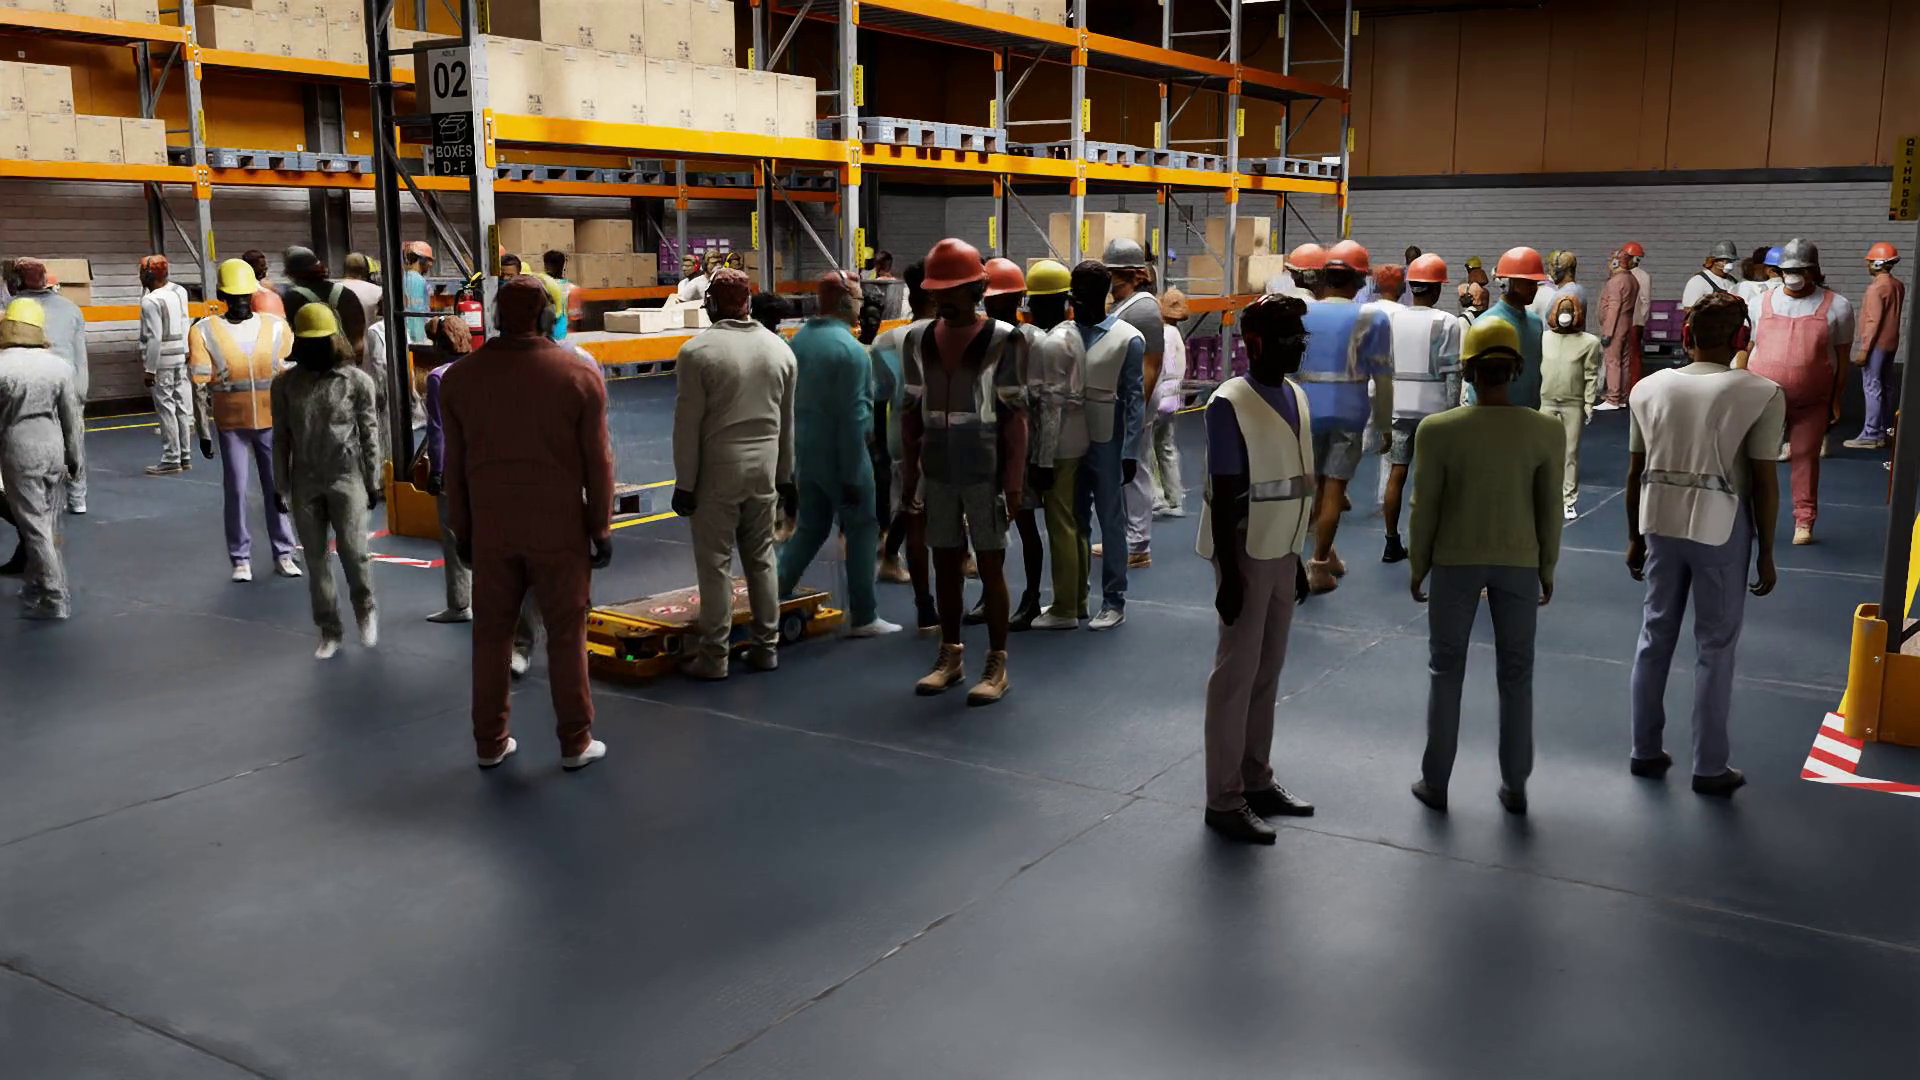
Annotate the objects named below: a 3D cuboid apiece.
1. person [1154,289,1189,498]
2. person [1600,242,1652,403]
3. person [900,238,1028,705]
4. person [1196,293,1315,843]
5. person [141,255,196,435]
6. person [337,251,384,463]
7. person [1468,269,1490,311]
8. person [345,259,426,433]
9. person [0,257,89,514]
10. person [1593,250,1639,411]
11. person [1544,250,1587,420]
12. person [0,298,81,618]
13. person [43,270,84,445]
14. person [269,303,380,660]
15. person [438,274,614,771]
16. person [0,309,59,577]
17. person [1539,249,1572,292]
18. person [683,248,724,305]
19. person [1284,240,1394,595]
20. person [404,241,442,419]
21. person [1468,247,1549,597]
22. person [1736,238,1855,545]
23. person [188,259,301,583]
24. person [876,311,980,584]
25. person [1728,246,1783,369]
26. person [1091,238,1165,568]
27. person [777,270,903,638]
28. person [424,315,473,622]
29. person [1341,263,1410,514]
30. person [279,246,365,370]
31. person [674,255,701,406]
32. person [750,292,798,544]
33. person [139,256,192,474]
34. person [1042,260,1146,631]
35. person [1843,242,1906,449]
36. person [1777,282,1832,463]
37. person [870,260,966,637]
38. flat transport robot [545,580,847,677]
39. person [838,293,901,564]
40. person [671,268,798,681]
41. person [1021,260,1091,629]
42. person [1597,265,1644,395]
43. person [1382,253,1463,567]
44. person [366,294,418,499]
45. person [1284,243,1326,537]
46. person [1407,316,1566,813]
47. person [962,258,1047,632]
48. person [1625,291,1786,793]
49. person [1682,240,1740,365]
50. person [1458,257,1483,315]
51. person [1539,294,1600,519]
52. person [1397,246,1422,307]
[{"bbox_3d":[1.668,-1.152,13.133,0.273,1.636,0.507,1,10,8],"label":"person"},{"bbox_3d":[8.351,-2.715,20.797,0.379,1.996,0.608,-3,11,-15],"label":"person"},{"bbox_3d":[-0.006,-0.293,7.307,0.609,2.030,0.408,5,12,28],"label":"person"},{"bbox_3d":[1.016,0.083,5.711,0.384,1.845,0.569,7,13,35],"label":"person"},{"bbox_3d":[-8.219,-2.011,17.255,0.564,1.875,0.365,4,11,21],"label":"person"},{"bbox_3d":[-5.417,-1.624,14.952,0.654,1.921,0.472,0,10,-2],"label":"person"},{"bbox_3d":[7.066,-2.891,22.780,0.285,1.633,0.497,8,13,39],"label":"person"},{"bbox_3d":[-6.080,-2.038,17.437,0.997,1.862,0.607,-7,13,-35],"label":"person"},{"bbox_3d":[-6.710,-1.104,12.149,0.400,1.903,0.651,7,12,34],"label":"person"},{"bbox_3d":[7.804,-2.496,19.833,0.403,1.906,0.651,9,14,41],"label":"person"},{"bbox_3d":[5.045,-1.448,13.951,0.370,1.934,0.627,6,12,28],"label":"person"},{"bbox_3d":[-5.080,-0.436,8.976,0.690,1.715,0.490,5,11,25],"label":"person"},{"bbox_3d":[-8.861,-1.768,16.258,0.567,1.741,0.354,0,10,0],"label":"person"},{"bbox_3d":[-3.054,-0.271,8.022,0.482,1.733,0.368,-1,10,-6],"label":"person"},{"bbox_3d":[-1.644,-0.063,6.394,0.643,1.898,0.398,1,10,3],"label":"person"},{"bbox_3d":[-5.592,-0.702,9.789,0.568,1.943,0.635,3,11,16],"label":"person"},{"bbox_3d":[7.560,-2.720,21.094,0.466,1.901,0.579,-8,13,-37],"label":"person"},{"bbox_3d":[-2.480,-1.959,16.766,0.360,1.938,0.635,10,14,43],"label":"person"},{"bbox_3d":[2.228,-0.714,9.658,0.626,2.008,0.836,7,12,35],"label":"person"},{"bbox_3d":[-5.841,-2.240,18.145,0.757,1.998,0.613,-8,13,-38],"label":"person"},{"bbox_3d":[3.112,-0.661,9.467,0.608,1.987,0.406,-8,13,-39],"label":"person"},{"bbox_3d":[5.522,-0.984,11.082,0.688,2.000,0.536,7,12,32],"label":"person"},{"bbox_3d":[-4.229,-0.704,9.889,0.593,1.915,0.391,-8,13,-37],"label":"person"},{"bbox_3d":[-0.165,-0.554,9.779,0.753,1.668,0.535,1,10,5],"label":"person"},{"bbox_3d":[7.845,-1.905,16.397,0.363,1.962,0.612,-8,13,-38],"label":"person"},{"bbox_3d":[0.979,-0.848,10.331,0.536,2.000,0.688,-2,10,-9],"label":"person"},{"bbox_3d":[-0.696,-0.407,8.360,0.826,1.876,0.655,-8,13,-38],"label":"person"},{"bbox_3d":[-2.665,-0.379,8.871,0.314,1.631,0.524,2,10,12],"label":"person"},{"bbox_3d":[3.018,-1.082,12.122,0.713,1.862,0.589,-10,14,-44],"label":"person"},{"bbox_3d":[-5.169,-1.399,13.380,0.750,2.000,0.688,-10,14,-44],"label":"person"},{"bbox_3d":[-3.186,-2.508,20.063,0.562,1.847,0.390,8,13,37],"label":"person"},{"bbox_3d":[-1.255,-0.801,11.066,0.406,1.678,0.553,-9,13,-40],"label":"person"},{"bbox_3d":[-6.938,-1.516,14.468,0.346,1.882,0.584,-1,10,-3],"label":"person"},{"bbox_3d":[0.702,-0.495,8.715,0.600,1.915,0.377,10,14,44],"label":"person"},{"bbox_3d":[8.926,-1.885,16.201,0.608,1.996,0.380,-8,13,-39],"label":"person"},{"bbox_3d":[7.825,-1.547,15.256,0.849,1.663,0.530,-9,14,-42],"label":"person"},{"bbox_3d":[-0.157,-0.503,8.776,0.633,1.905,1.017,0,10,2],"label":"person"},{"bbox_3d":[-1.286,0.403,8.302,0.652,0.197,1.431,8,13,38],"label":"flat transport robot"},{"bbox_3d":[-0.576,-0.699,10.461,0.533,1.697,0.318,-4,11,-23],"label":"person"},{"bbox_3d":[-1.059,-0.302,7.718,0.652,1.896,0.402,-10,14,-43],"label":"person"},{"bbox_3d":[0.496,-0.491,8.700,0.407,1.918,0.586,3,11,15],"label":"person"},{"bbox_3d":[8.688,-2.718,21.619,0.898,1.698,0.597,3,11,14],"label":"person"},{"bbox_3d":[2.862,-0.799,10.343,0.545,1.939,0.354,9,13,40],"label":"person"},{"bbox_3d":[-4.448,-1.141,13.065,0.311,1.639,0.513,2,10,12],"label":"person"},{"bbox_3d":[2.348,-1.024,11.426,0.378,1.996,0.611,-3,11,-15],"label":"person"},{"bbox_3d":[1.855,0.091,5.917,0.526,1.762,0.344,2,10,9],"label":"person"},{"bbox_3d":[0.228,-0.487,8.644,0.544,1.931,0.383,9,14,41],"label":"person"},{"bbox_3d":[2.711,0.013,6.135,0.394,1.836,0.560,-8,13,-39],"label":"person"},{"bbox_3d":[7.748,-2.061,17.048,0.681,2.000,0.535,-5,11,-25],"label":"person"},{"bbox_3d":[7.765,-3.410,25.286,0.315,1.769,0.524,-3,11,-18],"label":"person"},{"bbox_3d":[4.368,-0.968,12.114,0.501,1.636,0.280,5,11,25],"label":"person"},{"bbox_3d":[6.249,-3.103,23.106,0.372,1.940,0.631,-6,12,-28],"label":"person"}]
